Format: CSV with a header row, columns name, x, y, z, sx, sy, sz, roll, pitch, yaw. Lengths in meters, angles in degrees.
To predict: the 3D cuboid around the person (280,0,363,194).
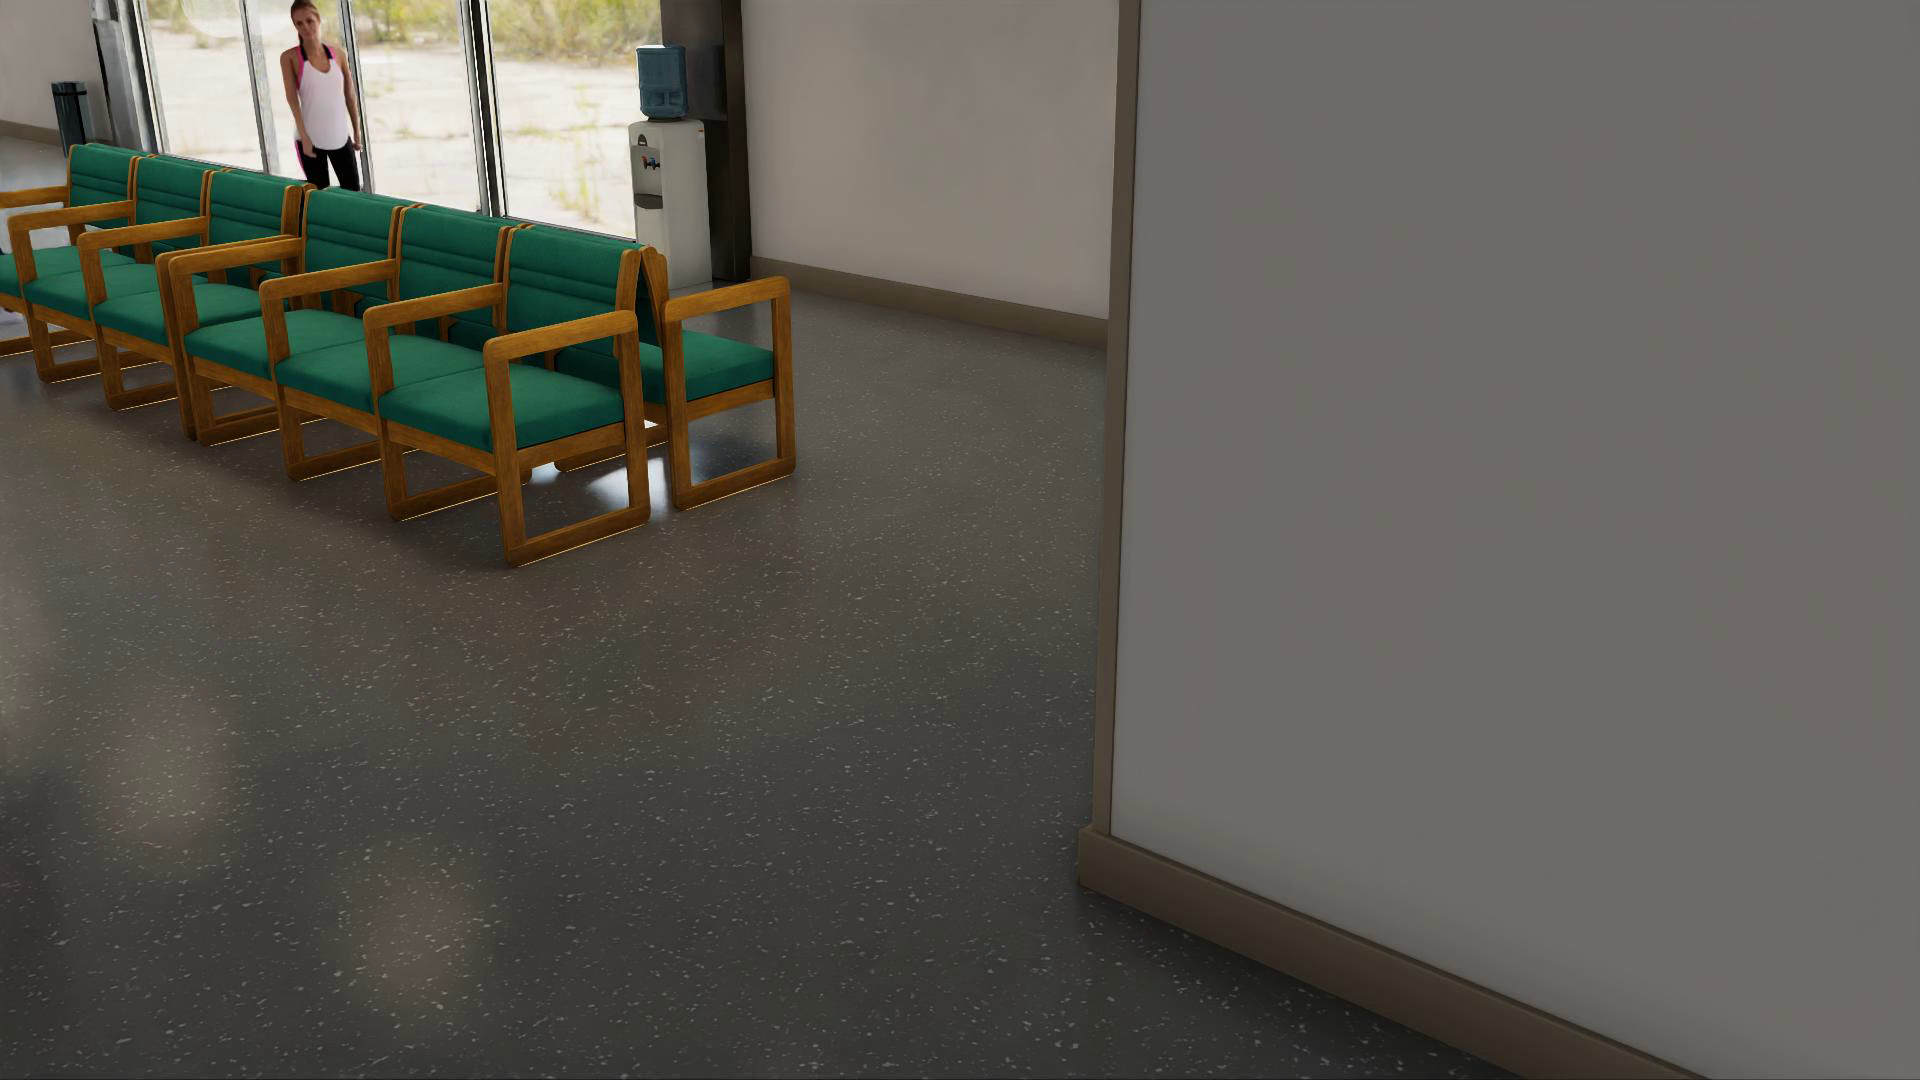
name,x,y,z,sx,sy,sz,roll,pitch,yaw
person,-4.089,-2.509,10.608,0.989,1.744,0.832,-15,25,-34
